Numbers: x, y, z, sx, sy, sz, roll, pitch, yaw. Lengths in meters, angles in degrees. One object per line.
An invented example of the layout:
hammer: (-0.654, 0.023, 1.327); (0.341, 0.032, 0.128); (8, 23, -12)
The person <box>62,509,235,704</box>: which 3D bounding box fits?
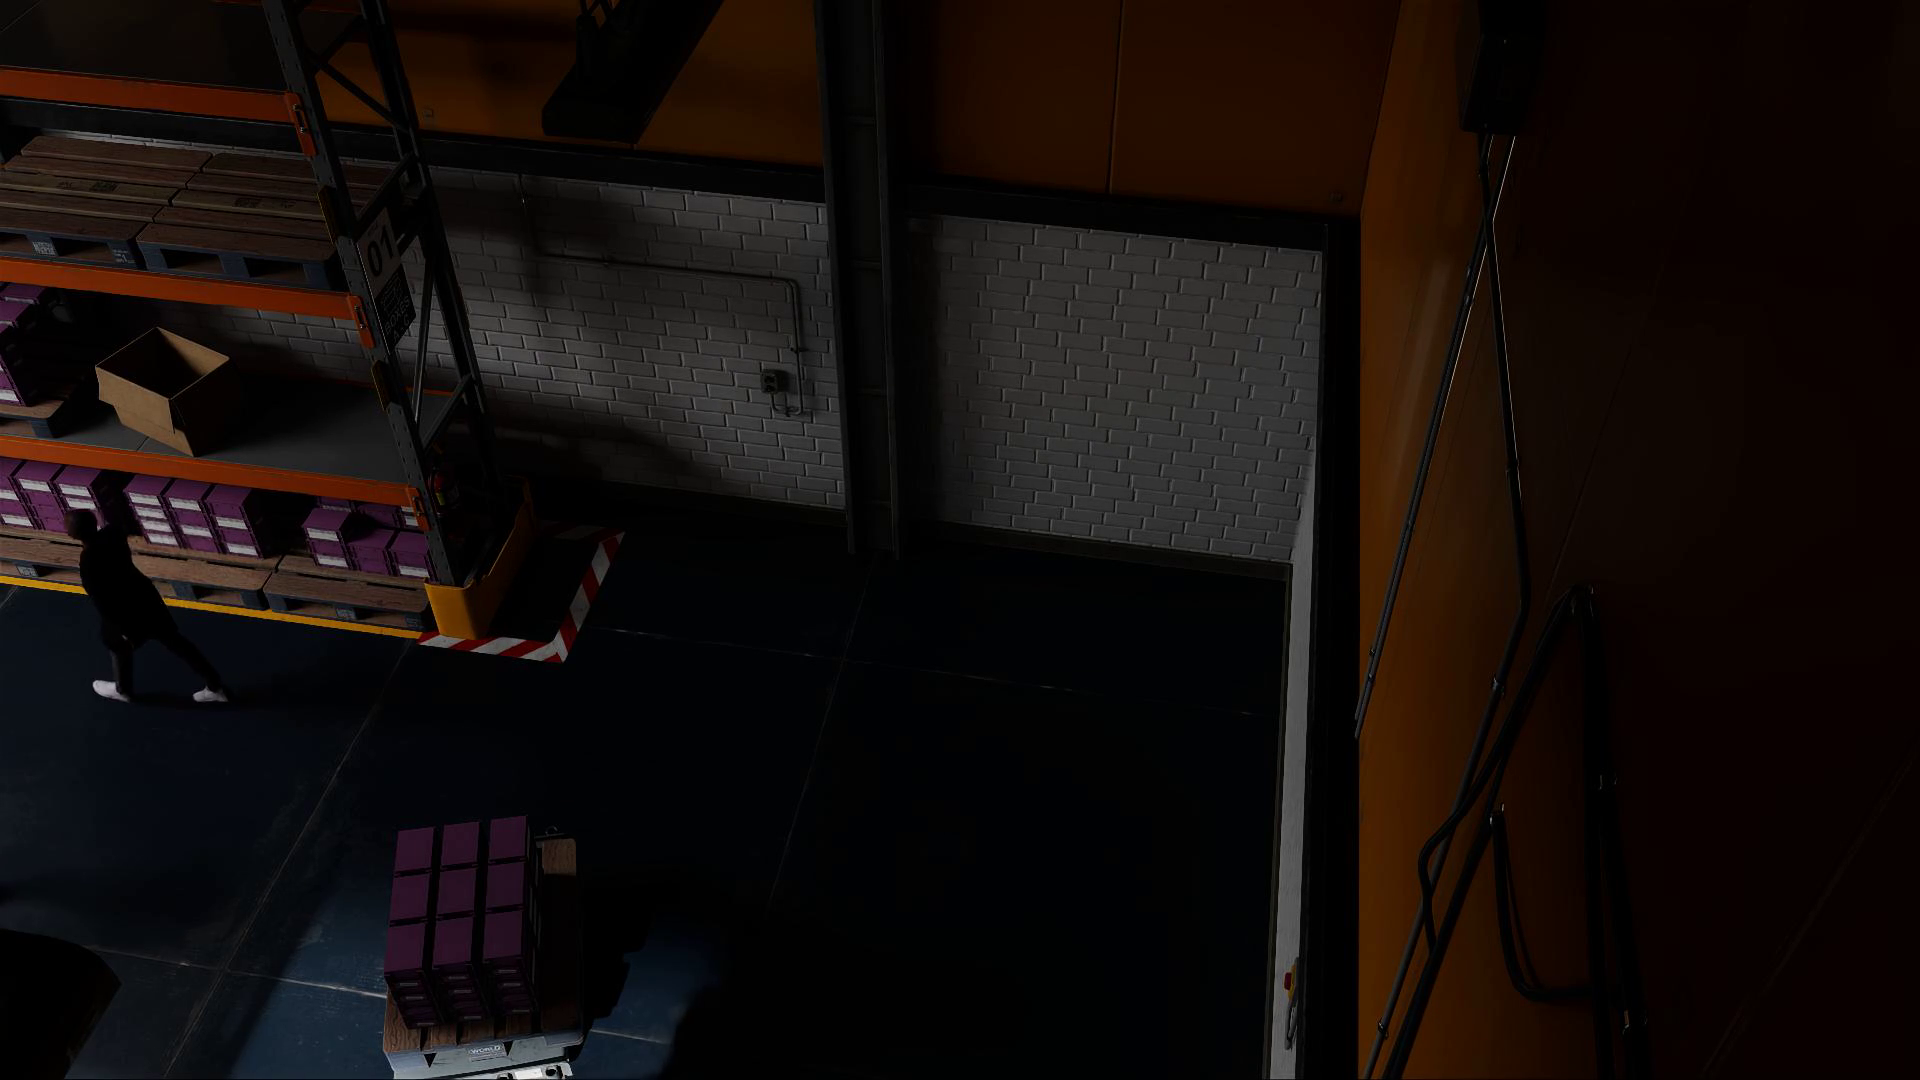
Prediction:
person: (-5.151, 0.472, 10.543); (1.135, 1.715, 0.627); (7, 44, 7)
